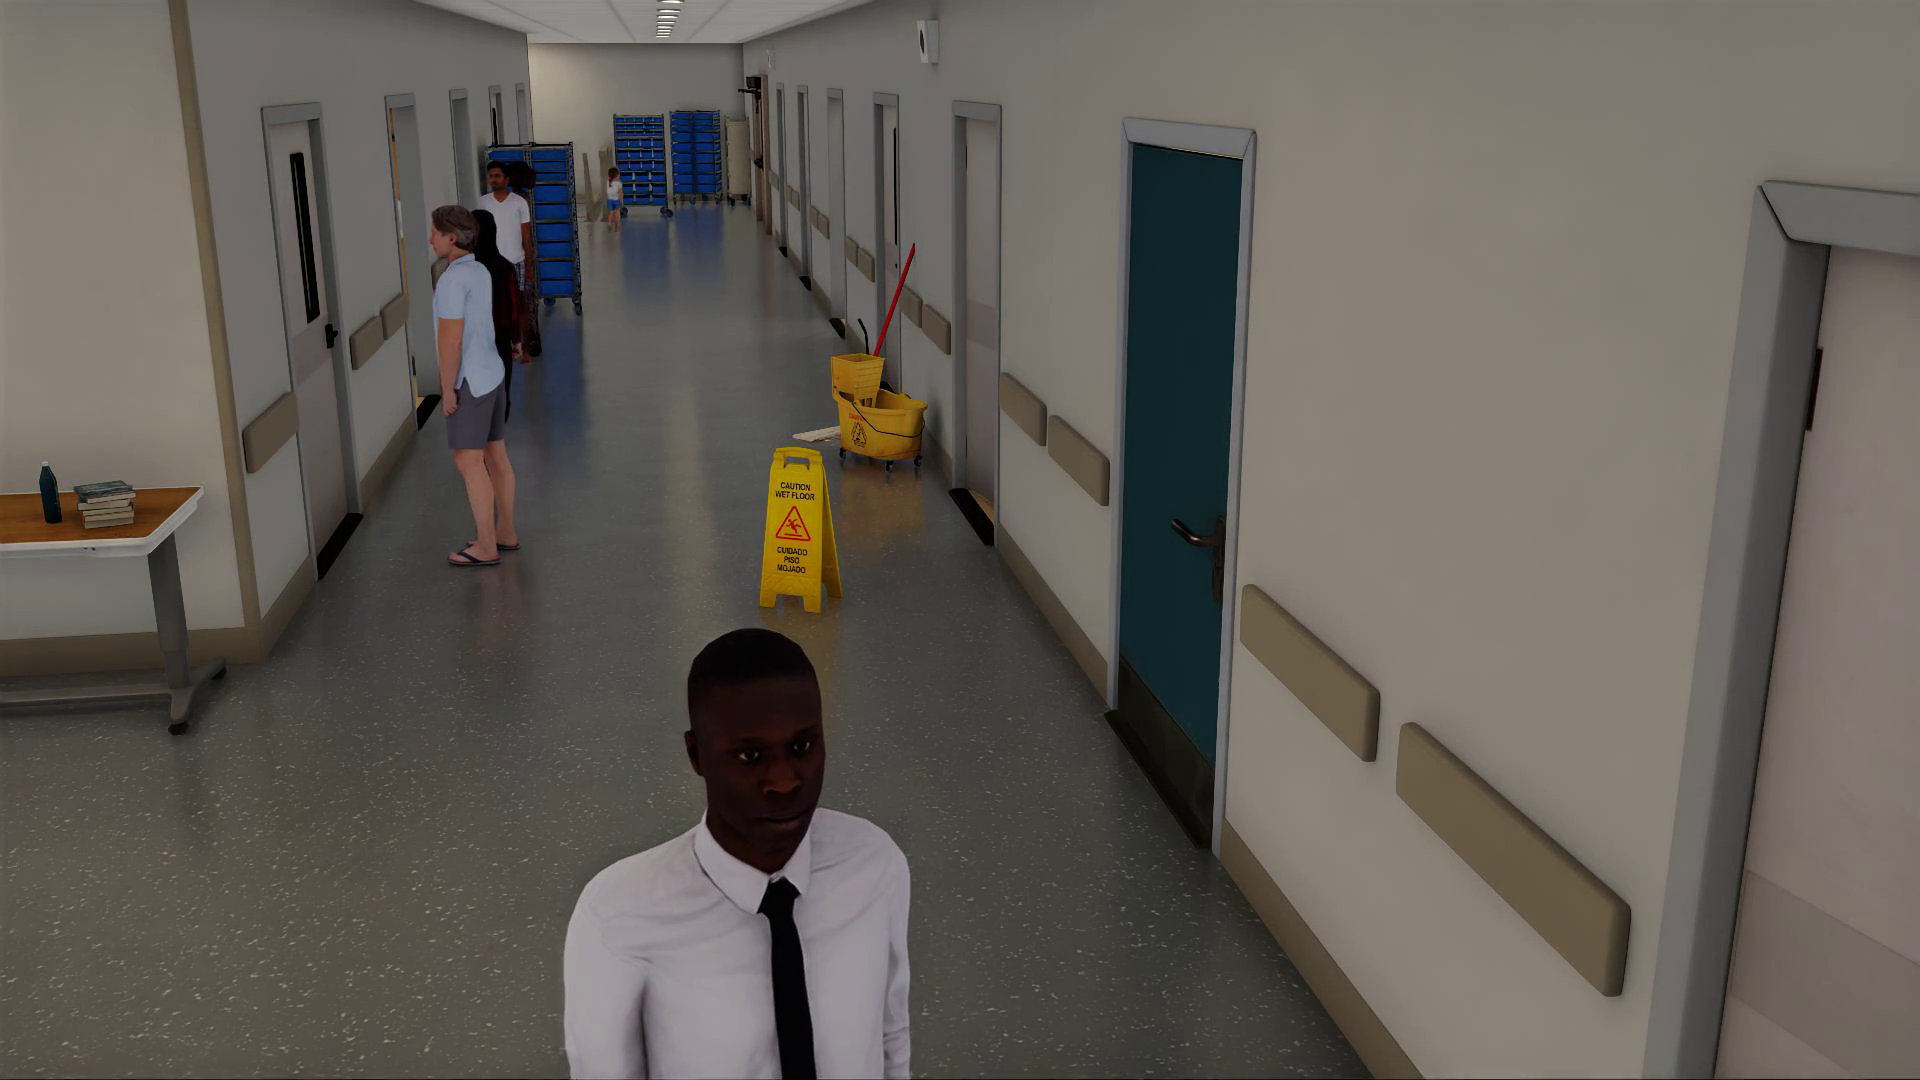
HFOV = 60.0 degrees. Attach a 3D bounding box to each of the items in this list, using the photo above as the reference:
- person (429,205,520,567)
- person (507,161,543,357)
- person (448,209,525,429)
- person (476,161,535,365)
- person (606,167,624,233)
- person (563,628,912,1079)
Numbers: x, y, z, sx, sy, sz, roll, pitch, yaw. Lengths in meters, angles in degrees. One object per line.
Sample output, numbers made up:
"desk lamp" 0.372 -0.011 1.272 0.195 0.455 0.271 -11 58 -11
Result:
"person" -2.488 -0.797 8.542 0.766 1.829 0.590 2 16 6
"person" -3.897 -2.503 14.808 0.658 1.714 0.537 -1 16 -3
"person" -2.957 -1.193 10.331 0.580 1.621 0.870 -3 16 -10
"person" -3.952 -2.423 14.486 0.689 1.734 0.635 2 16 6
"person" -5.484 -5.365 26.249 0.528 1.012 0.599 4 16 15
"person" -0.258 0.982 2.223 0.711 1.834 0.660 -9 18 -30
